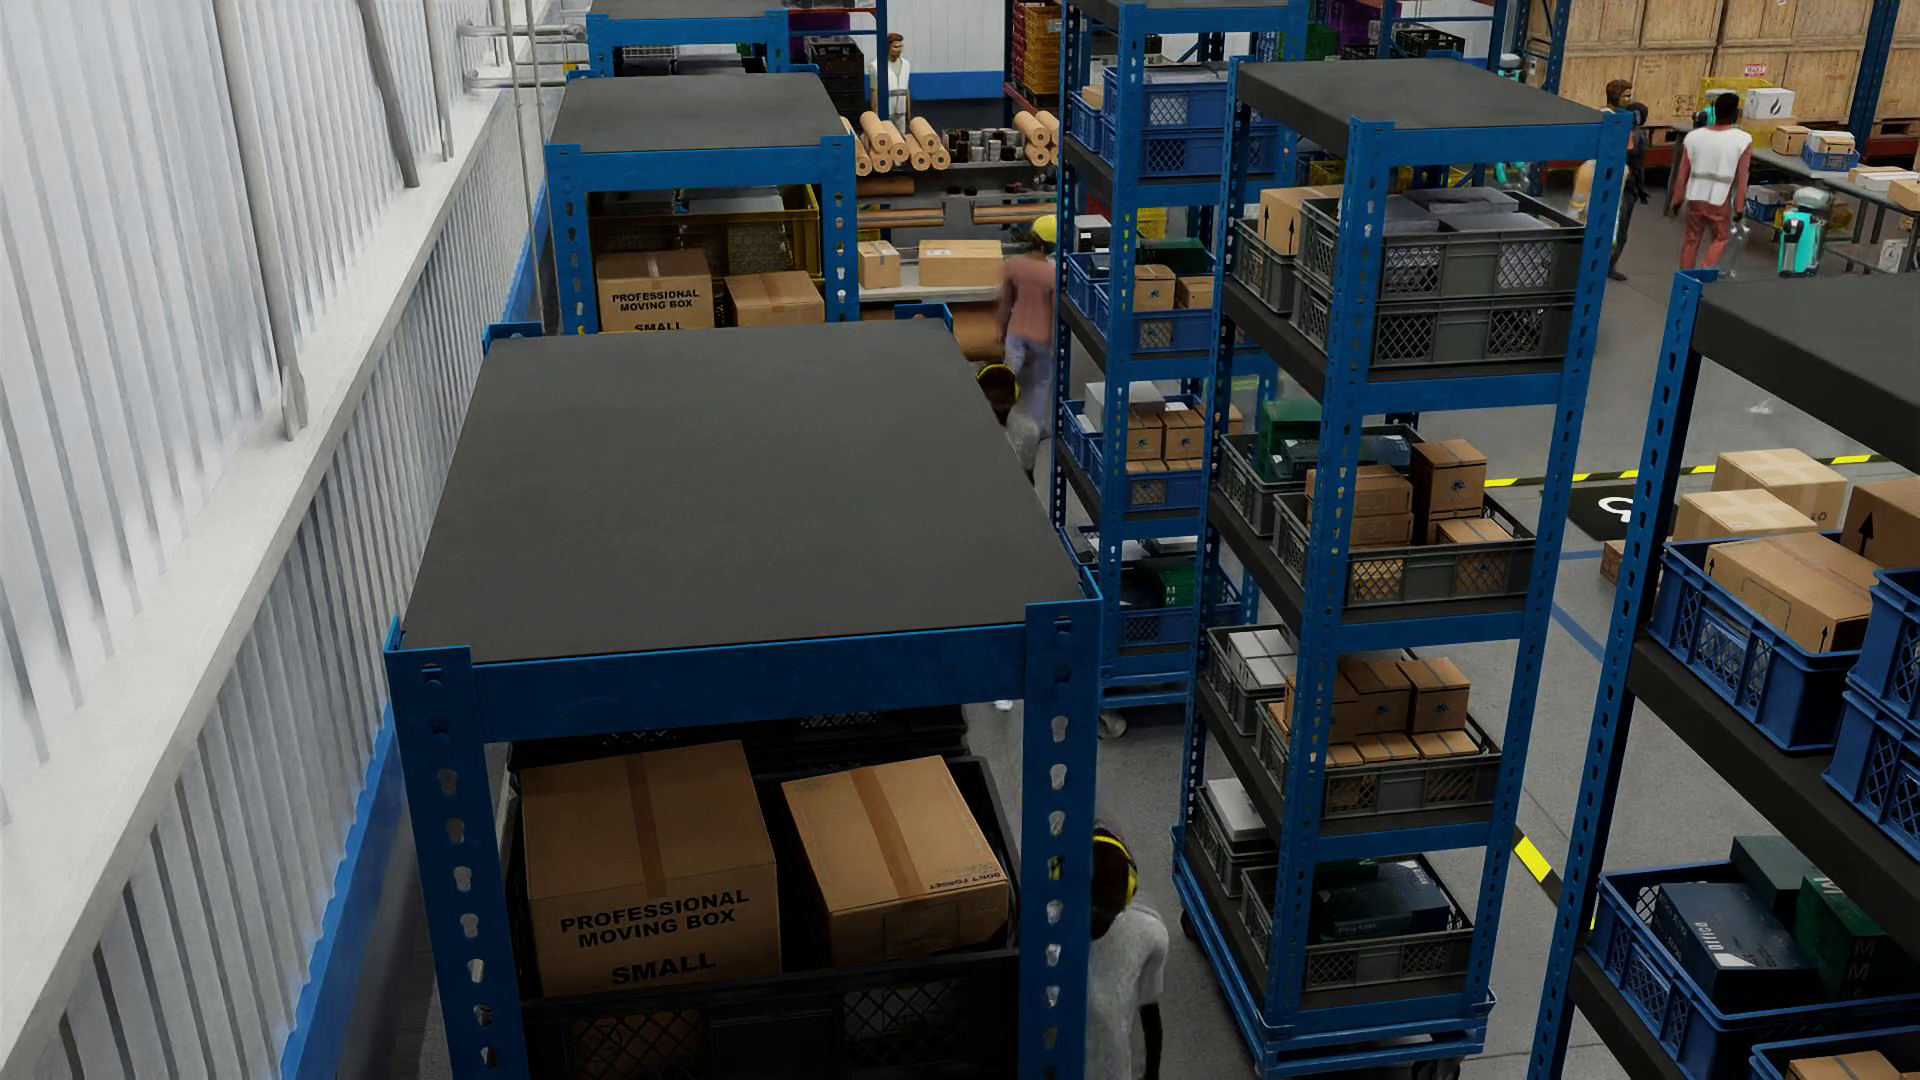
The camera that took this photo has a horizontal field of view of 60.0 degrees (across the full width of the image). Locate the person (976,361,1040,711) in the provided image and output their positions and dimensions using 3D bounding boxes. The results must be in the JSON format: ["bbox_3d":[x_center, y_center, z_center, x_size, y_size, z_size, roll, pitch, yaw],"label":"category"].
[{"bbox_3d":[0.147,-0.081,8.592,0.504,1.842,0.701,-2,25,-4],"label":"person"}]

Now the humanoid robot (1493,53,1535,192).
[{"bbox_3d":[5.901,-4.200,17.787,0.554,1.893,0.690,-11,27,-22],"label":"humanoid robot"}]

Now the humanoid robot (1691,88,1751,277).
[{"bbox_3d":[7.304,-3.352,15.840,0.534,1.771,0.802,-12,27,-24],"label":"humanoid robot"}]

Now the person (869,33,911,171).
[{"bbox_3d":[-0.795,-4.824,18.913,0.566,1.836,0.384,-20,31,-36],"label":"person"}]

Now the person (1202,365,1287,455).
[{"bbox_3d":[1.720,-0.830,10.270,0.613,1.797,0.986,-4,25,-9],"label":"person"}]

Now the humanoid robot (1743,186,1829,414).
[{"bbox_3d":[6.383,-1.651,12.158,0.929,1.777,0.548,17,30,32],"label":"humanoid robot"}]

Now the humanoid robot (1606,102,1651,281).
[{"bbox_3d":[6.354,-3.310,15.799,0.381,1.658,0.602,21,32,38],"label":"humanoid robot"}]

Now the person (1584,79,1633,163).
[{"bbox_3d":[6.195,-3.520,16.078,0.336,1.838,0.509,5,25,11],"label":"person"}]

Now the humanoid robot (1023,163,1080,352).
[{"bbox_3d":[0.586,-2.424,13.900,0.861,1.827,0.559,20,32,37],"label":"humanoid robot"}]

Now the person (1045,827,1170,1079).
[{"bbox_3d":[0.327,1.630,4.857,0.540,1.855,0.425,-2,25,-3],"label":"person"}]

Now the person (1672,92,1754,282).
[{"bbox_3d":[6.752,-3.066,15.001,0.621,1.901,0.468,18,30,34],"label":"person"}]

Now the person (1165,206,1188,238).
[{"bbox_3d":[2.251,-3.854,16.954,0.484,1.702,0.867,-3,25,-7],"label":"person"}]

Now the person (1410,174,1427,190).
[{"bbox_3d":[3.336,-1.831,12.455,0.853,1.796,0.650,1,25,3],"label":"person"}]

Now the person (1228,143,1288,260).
[{"bbox_3d":[2.299,-2.210,12.996,0.407,2.038,0.607,6,25,12],"label":"person"}]

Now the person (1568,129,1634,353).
[{"bbox_3d":[5.278,-2.546,13.865,0.558,1.932,0.439,-14,28,-28],"label":"person"}]

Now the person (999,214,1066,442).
[{"bbox_3d":[0.471,-1.408,11.621,0.552,1.725,0.773,13,28,26],"label":"person"}]
